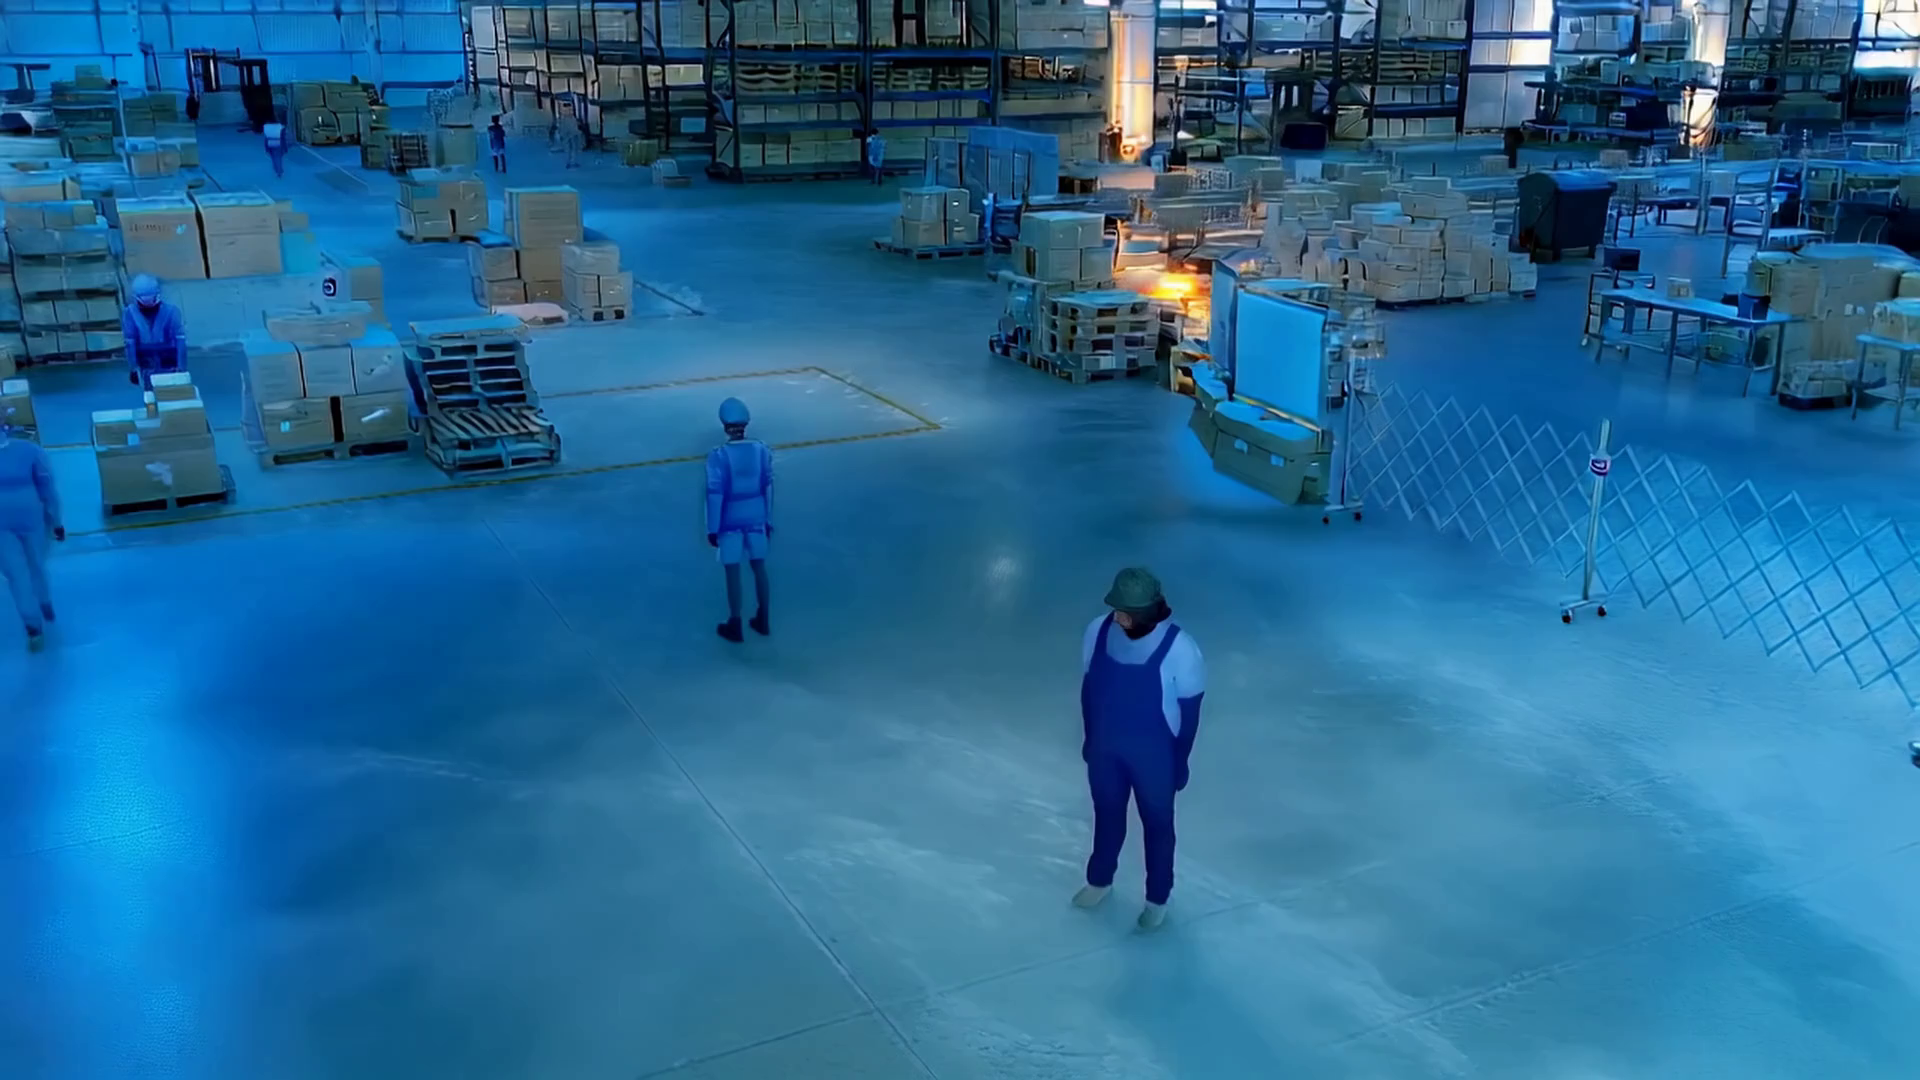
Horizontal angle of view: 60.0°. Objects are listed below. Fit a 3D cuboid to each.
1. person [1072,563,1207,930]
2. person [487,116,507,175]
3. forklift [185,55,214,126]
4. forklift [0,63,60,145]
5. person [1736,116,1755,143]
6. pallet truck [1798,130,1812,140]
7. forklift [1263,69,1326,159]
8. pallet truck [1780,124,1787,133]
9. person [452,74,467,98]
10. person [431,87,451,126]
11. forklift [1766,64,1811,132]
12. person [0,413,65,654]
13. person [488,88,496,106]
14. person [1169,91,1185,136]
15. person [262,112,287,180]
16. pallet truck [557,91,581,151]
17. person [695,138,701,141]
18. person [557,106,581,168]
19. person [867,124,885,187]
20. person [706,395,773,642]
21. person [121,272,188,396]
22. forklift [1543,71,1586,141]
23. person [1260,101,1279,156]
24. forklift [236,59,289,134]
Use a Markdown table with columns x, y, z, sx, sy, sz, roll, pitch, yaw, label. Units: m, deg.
| x | y | z | sx | sy | sz | roll | pitch | yaw | label |
| --- | --- | --- | --- | --- | --- | --- | --- | --- | --- |
| 0.911 | 1.083 | 8.810 | 0.684 | 2.000 | 0.536 | 11 | 21 | 32 | person |
| -13.617 | -11.613 | 48.952 | 0.529 | 1.692 | 0.321 | -9 | 20 | -26 | person |
| -31.232 | -18.690 | 69.103 | 1.873 | 2.768 | 1.129 | -9 | 20 | -26 | forklift |
| -33.500 | -15.620 | 59.532 | 1.873 | 2.768 | 1.129 | -9 | 20 | -26 | forklift |
| 23.127 | -11.652 | 49.067 | 0.540 | 1.695 | 0.317 | -1 | 18 | -2 | person |
| 25.526 | -11.556 | 49.408 | 1.630 | 1.274 | 0.653 | -9 | 20 | -26 | pallet truck |
| 10.988 | -13.908 | 54.192 | 1.129 | 2.768 | 1.873 | -9 | 20 | -26 | forklift |
| 25.206 | -12.542 | 52.601 | 1.601 | 1.201 | 0.680 | 0 | 18 | -2 | pallet truck |
| -21.548 | -19.080 | 71.744 | 0.612 | 1.995 | 0.377 | 2 | 18 | 6 | person |
| -19.169 | -15.762 | 61.525 | 0.630 | 1.925 | 0.434 | -7 | 19 | -21 | person |
| 29.456 | -15.442 | 58.976 | 1.129 | 2.768 | 1.873 | 5 | 18 | 14 | forklift |
| -7.317 | -0.140 | 12.889 | 0.647 | 1.910 | 0.937 | -10 | 20 | -27 | person |
| -18.793 | -17.273 | 66.697 | 0.446 | 1.622 | 0.540 | -6 | 19 | -19 | person |
| 8.314 | -16.334 | 63.483 | 0.596 | 1.814 | 0.709 | -6 | 19 | -19 | person |
| -19.438 | -11.151 | 47.166 | 0.605 | 1.906 | 0.624 | -1 | 18 | -2 | person |
| -13.495 | -14.412 | 57.188 | 0.823 | 1.965 | 1.885 | -3 | 18 | -9 | pallet truck |
| -9.469 | -15.684 | 61.237 | 0.784 | 1.946 | 0.613 | -12 | 21 | -33 | person |
| -11.884 | -12.271 | 50.700 | 0.669 | 1.873 | 0.813 | -10 | 21 | -29 | person |
| -2.309 | -10.518 | 45.529 | 0.537 | 1.700 | 0.317 | 10 | 20 | 27 | person |
| -1.703 | -0.166 | 12.864 | 0.545 | 1.943 | 0.347 | -12 | 21 | -33 | person |
| -8.748 | -1.907 | 18.132 | 0.614 | 2.039 | 0.394 | -5 | 18 | -16 | person |
| 18.685 | -13.231 | 52.085 | 1.873 | 2.768 | 1.129 | -9 | 20 | -26 | forklift |
| 10.046 | -13.241 | 53.724 | 0.665 | 1.877 | 0.638 | -13 | 22 | -36 | person |
| -27.235 | -17.286 | 64.724 | 1.129 | 2.768 | 1.873 | 7 | 19 | 21 | forklift |
